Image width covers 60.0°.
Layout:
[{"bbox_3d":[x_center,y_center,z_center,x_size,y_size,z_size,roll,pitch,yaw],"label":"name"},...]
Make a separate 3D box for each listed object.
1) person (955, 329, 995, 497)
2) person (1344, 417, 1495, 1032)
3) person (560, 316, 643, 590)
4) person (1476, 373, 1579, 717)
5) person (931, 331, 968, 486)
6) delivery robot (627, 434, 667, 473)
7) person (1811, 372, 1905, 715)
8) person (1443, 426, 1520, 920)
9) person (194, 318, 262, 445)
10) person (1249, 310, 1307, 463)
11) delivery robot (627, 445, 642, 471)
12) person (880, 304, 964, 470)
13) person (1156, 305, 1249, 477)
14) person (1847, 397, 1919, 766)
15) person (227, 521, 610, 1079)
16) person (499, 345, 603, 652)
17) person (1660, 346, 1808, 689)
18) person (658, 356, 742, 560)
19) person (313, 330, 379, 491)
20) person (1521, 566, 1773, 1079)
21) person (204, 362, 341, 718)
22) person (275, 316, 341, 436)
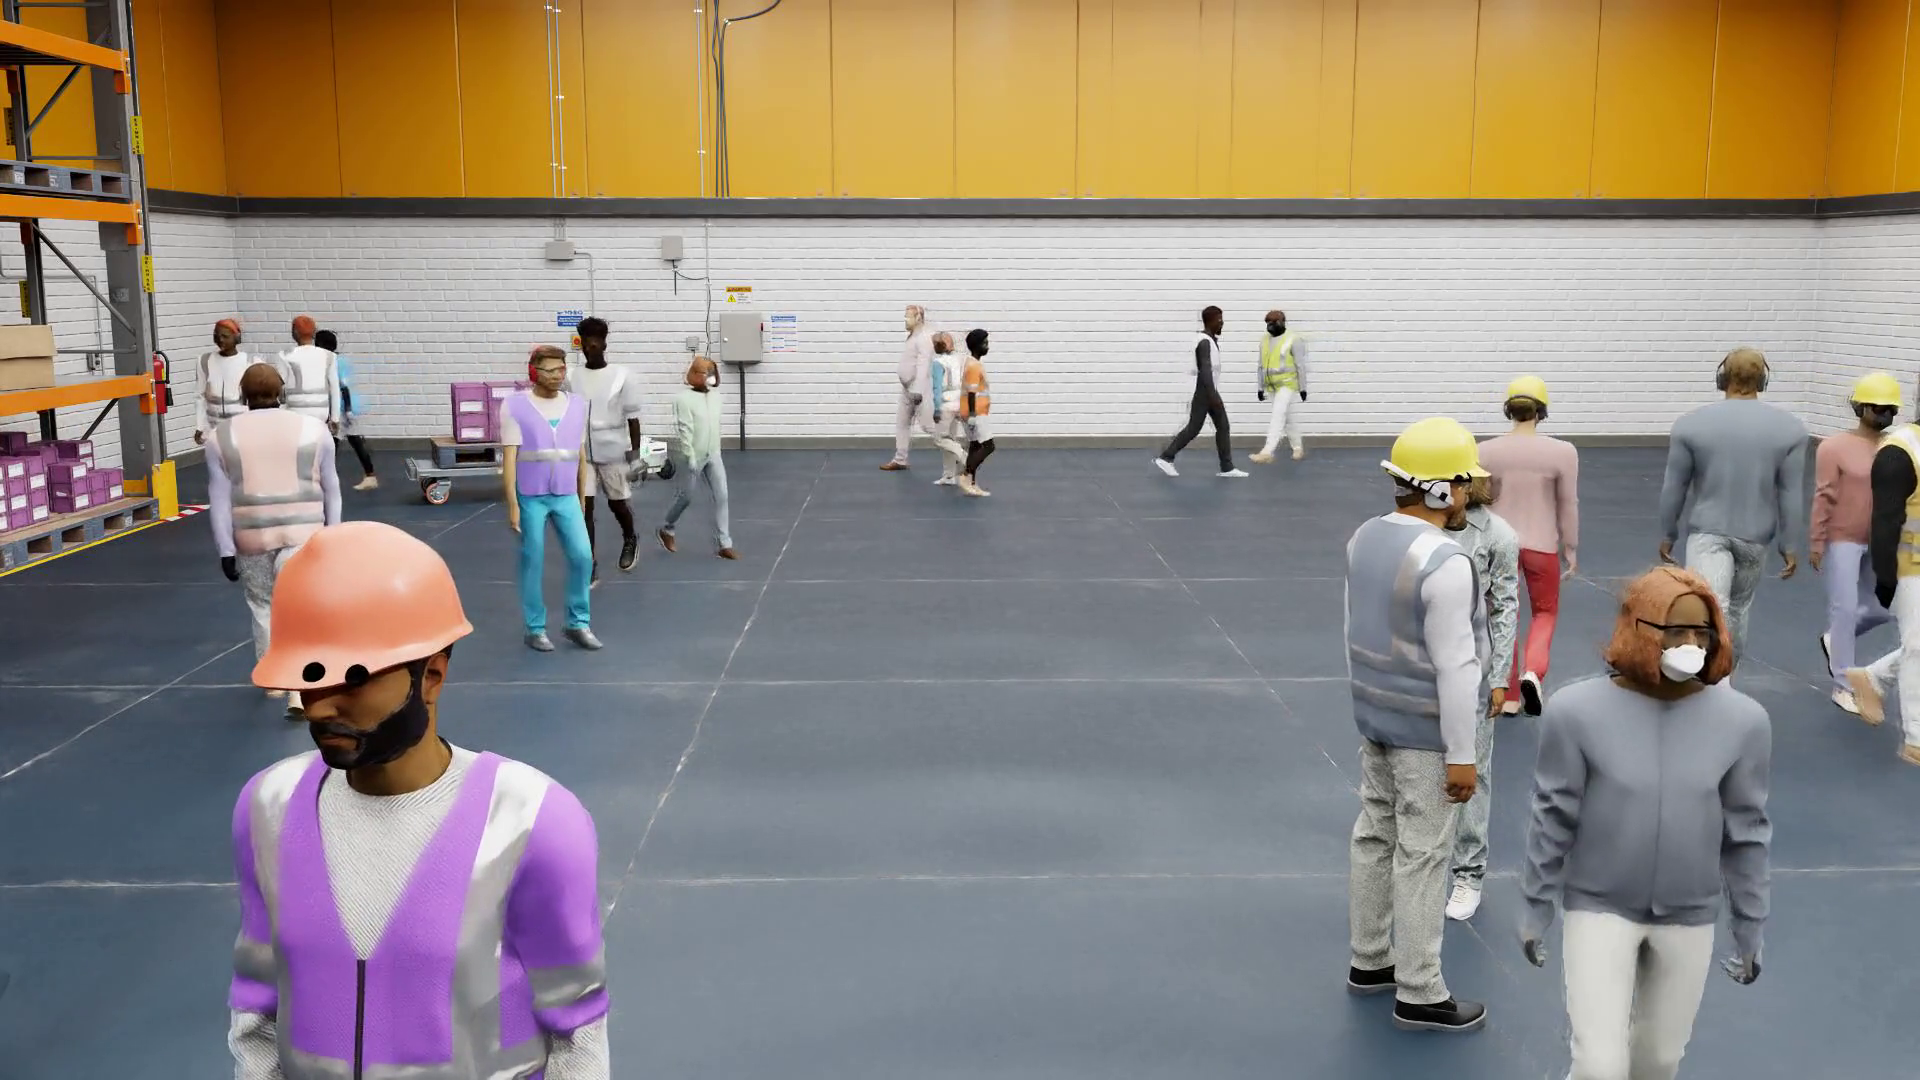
[{"bbox_3d":[0.172,-1.235,16.379,0.363,1.688,0.538,0,9,-3],"label":"person"},{"bbox_3d":[1.383,0.546,5.002,0.404,1.832,0.600,-3,10,-15],"label":"person"},{"bbox_3d":[-2.584,-0.652,12.037,0.609,1.940,0.876,1,9,5],"label":"person"},{"bbox_3d":[2.802,0.046,8.321,0.535,1.745,0.510,5,10,26],"label":"person"},{"bbox_3d":[-0.055,-1.351,17.253,0.526,1.621,0.538,4,10,24],"label":"person"},{"bbox_3d":[-3.483,-0.961,17.859,0.707,0.478,0.477,7,11,36],"label":"delivery robot"},{"bbox_3d":[4.642,-0.005,8.629,0.535,1.750,0.598,0,9,-1],"label":"person"},{"bbox_3d":[1.683,0.456,5.829,0.492,1.742,0.319,8,12,40],"label":"person"},{"bbox_3d":[-6.364,-1.024,14.610,0.574,1.851,0.915,0,9,0],"label":"person"},{"bbox_3d":[3.818,-1.811,19.605,0.901,1.798,0.632,-6,11,-33],"label":"person"},{"bbox_3d":[-3.654,-0.858,17.227,0.707,0.478,0.477,-2,9,-15],"label":"delivery robot"},{"bbox_3d":[-0.432,-1.710,18.705,0.874,1.881,0.644,-4,10,-21],"label":"person"},{"bbox_3d":[2.636,-1.615,18.124,0.959,1.881,0.592,3,10,20],"label":"person"},{"bbox_3d":[4.423,0.113,7.673,0.631,1.830,0.662,-3,10,-20],"label":"person"},{"bbox_3d":[-0.773,0.928,2.343,0.551,1.934,0.373,2,9,10],"label":"person"},{"bbox_3d":[-2.407,-0.226,9.770,0.592,1.824,0.612,-7,12,-38],"label":"person"},{"bbox_3d":[3.846,-0.018,8.297,0.641,1.898,1.025,2,10,14],"label":"person"},{"bbox_3d":[-2.078,-0.657,13.103,0.816,1.602,0.487,8,12,41],"label":"person"},{"bbox_3d":[-6.328,-1.289,16.792,0.879,1.644,0.551,-4,10,-25],"label":"person"},{"bbox_3d":[1.535,0.856,3.726,0.521,1.623,0.390,1,9,5],"label":"person"},{"bbox_3d":[-3.487,-0.004,8.505,0.621,1.803,0.957,-3,10,-18],"label":"person"},{"bbox_3d":[-6.047,-1.162,15.478,0.972,1.849,0.582,8,12,40],"label":"person"}]
